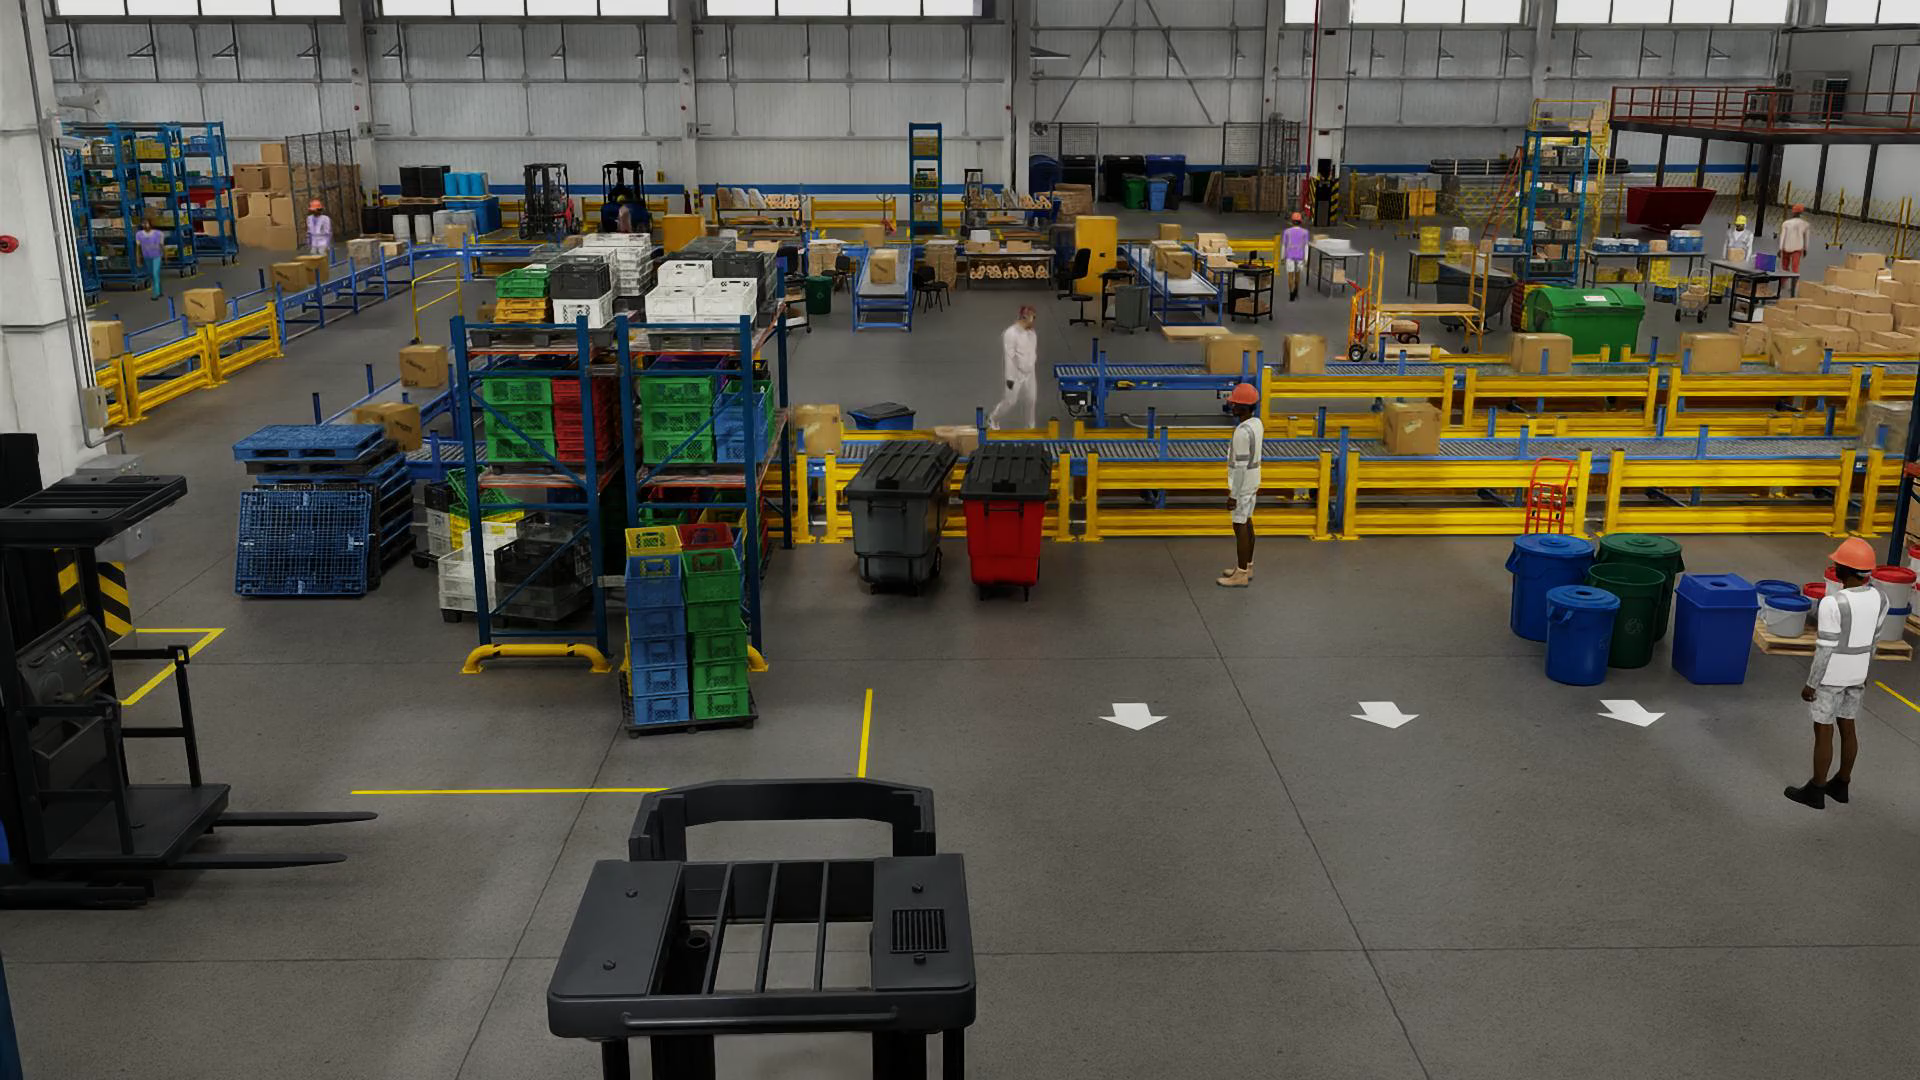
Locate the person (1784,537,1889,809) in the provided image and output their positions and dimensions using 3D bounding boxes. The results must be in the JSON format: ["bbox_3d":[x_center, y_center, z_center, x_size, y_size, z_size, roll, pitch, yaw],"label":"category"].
[{"bbox_3d":[6.091,0.922,11.543,0.545,1.942,0.351,-6,17,-21],"label":"person"}]

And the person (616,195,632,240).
[{"bbox_3d":[-8.770,-8.034,43.008,0.752,1.736,0.548,-10,19,-31],"label":"person"}]

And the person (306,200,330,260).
[{"bbox_3d":[-14.721,-6.784,38.170,0.618,2.026,0.491,4,16,13],"label":"person"}]

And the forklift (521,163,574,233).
[{"bbox_3d":[-12.233,-10.122,49.298,1.157,1.987,2.680,0,16,-1],"label":"forklift"}]

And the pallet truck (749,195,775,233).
[{"bbox_3d":[-6.051,-9.967,50.660,0.680,1.201,1.601,0,16,-1],"label":"pallet truck"}]

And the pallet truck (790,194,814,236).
[{"bbox_3d":[-4.814,-9.883,50.259,0.704,1.261,1.522,-1,16,-3],"label":"pallet truck"}]

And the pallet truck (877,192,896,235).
[{"bbox_3d":[-2.277,-9.986,50.594,0.653,1.274,1.630,0,16,-1],"label":"pallet truck"}]

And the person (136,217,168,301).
[{"bbox_3d":[-17.725,-6.179,36.494,0.590,1.799,0.983,-1,16,-5],"label":"person"}]

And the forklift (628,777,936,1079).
[{"bbox_3d":[-0.542,2.165,5.552,1.129,2.768,1.873,-1,16,-2],"label":"forklift"}]

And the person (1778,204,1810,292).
[{"bbox_3d":[18.927,-6.623,37.760,0.642,1.957,1.018,5,17,17],"label":"person"}]

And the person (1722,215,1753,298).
[{"bbox_3d":[17.082,-6.225,36.604,0.595,1.825,0.404,15,22,41],"label":"person"}]

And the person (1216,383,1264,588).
[{"bbox_3d":[2.776,-0.540,16.437,0.369,2.048,0.607,7,17,22],"label":"person"}]

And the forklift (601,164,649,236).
[{"bbox_3d":[-9.948,-10.127,49.296,1.157,1.987,2.680,-1,16,-3],"label":"forklift"}]

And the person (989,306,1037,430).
[{"bbox_3d":[0.791,-2.306,22.914,0.640,1.861,0.878,-15,22,-42],"label":"person"}]

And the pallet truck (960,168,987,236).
[{"bbox_3d":[0.383,-10.230,50.206,0.823,1.965,1.885,-1,16,-3],"label":"pallet truck"}]

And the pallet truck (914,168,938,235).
[{"bbox_3d":[-0.989,-10.316,50.507,0.823,1.965,1.885,1,16,3],"label":"pallet truck"}]

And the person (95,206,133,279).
[{"bbox_3d":[-20.164,-7.039,39.222,1.089,1.931,0.615,0,16,0],"label":"person"}]

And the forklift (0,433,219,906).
[{"bbox_3d":[-5.952,0.780,10.366,1.873,2.768,1.129,0,16,-1],"label":"forklift"}]

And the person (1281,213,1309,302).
[{"bbox_3d":[7.319,-6.208,36.423,0.569,1.882,0.976,2,16,7],"label":"person"}]
